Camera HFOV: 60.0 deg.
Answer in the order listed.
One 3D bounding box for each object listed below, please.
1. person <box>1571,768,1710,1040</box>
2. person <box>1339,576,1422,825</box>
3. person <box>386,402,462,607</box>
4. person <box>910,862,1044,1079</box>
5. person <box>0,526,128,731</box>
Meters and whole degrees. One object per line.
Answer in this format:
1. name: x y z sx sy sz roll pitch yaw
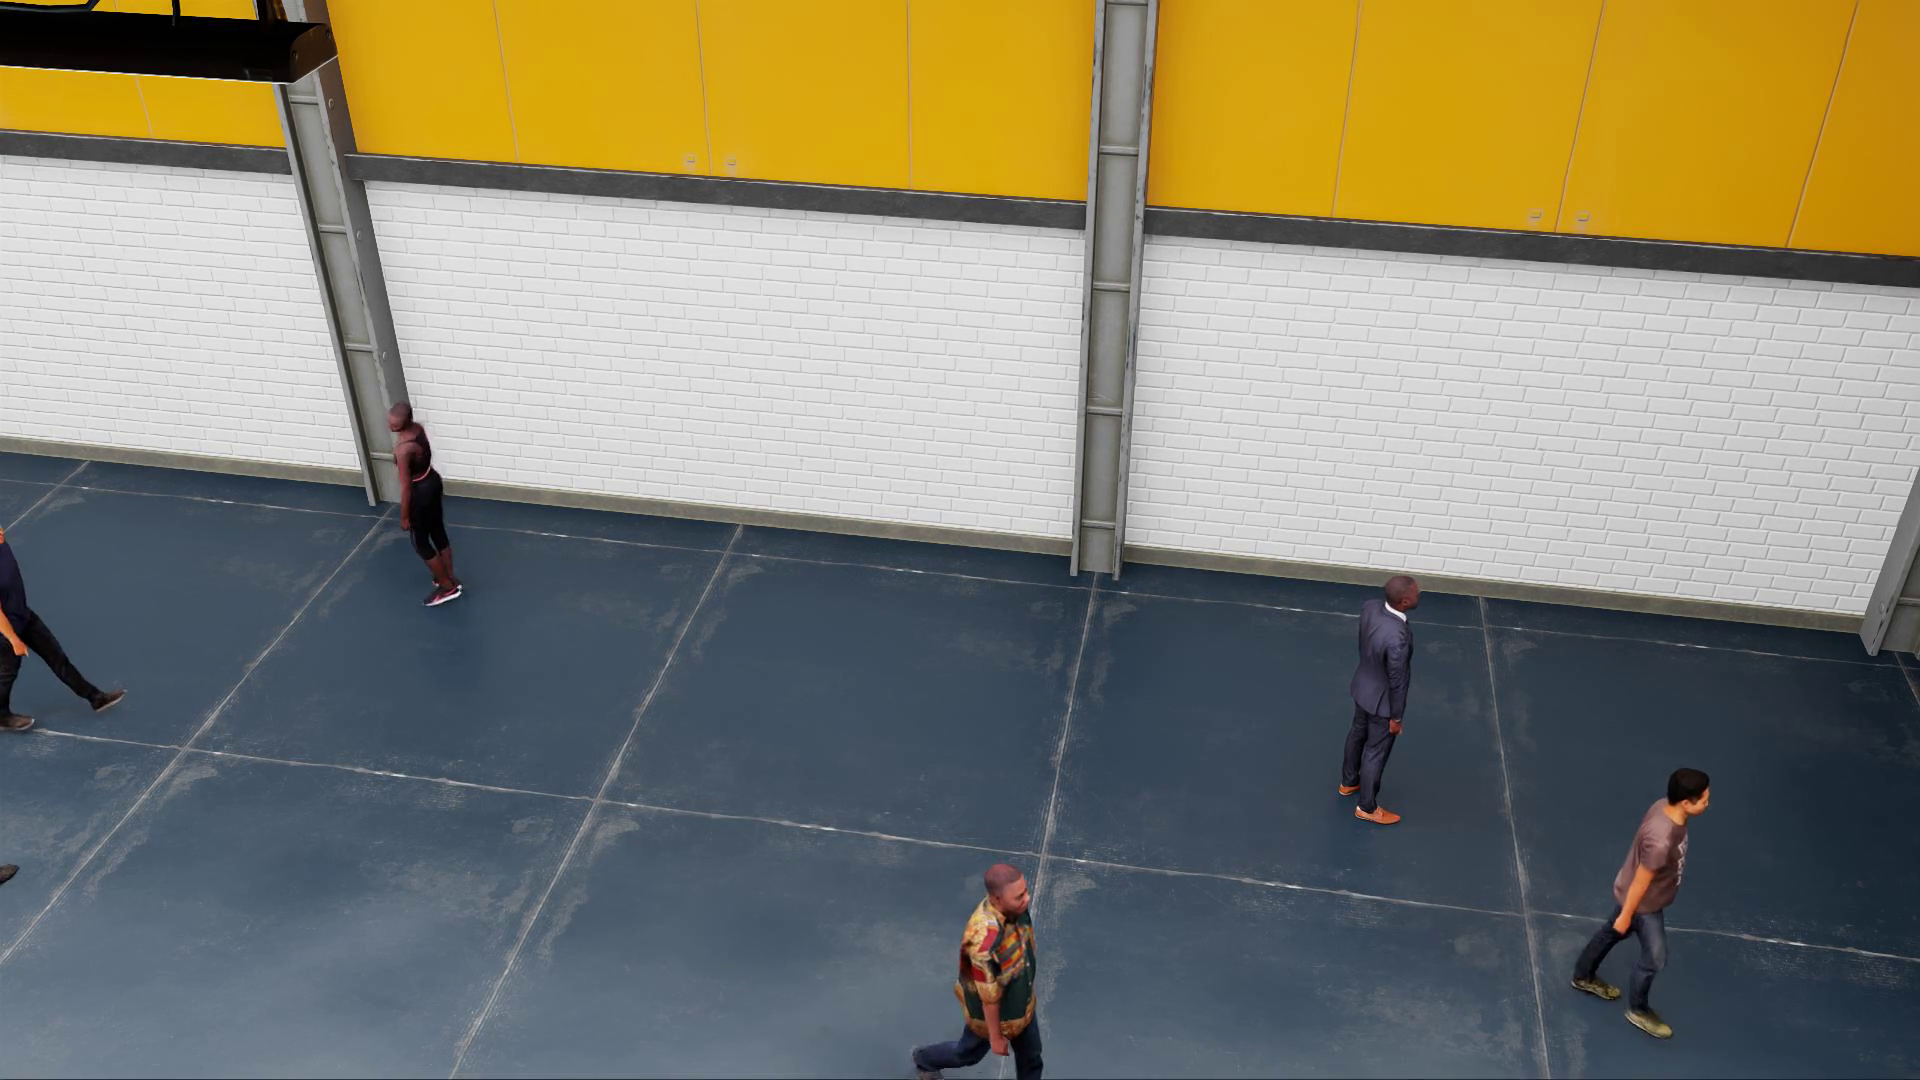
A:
1. person: 3.687 1.923 9.217 0.944 1.759 0.831 19 38 26
2. person: 2.672 0.985 10.571 0.722 1.824 0.774 -5 34 -8
3. person: -4.064 -0.330 12.623 0.536 1.742 0.615 13 36 19
4. person: 0.108 2.344 8.567 1.258 1.779 0.954 19 38 26
5. person: -6.500 0.588 11.245 1.164 1.738 0.824 -3 34 -4
